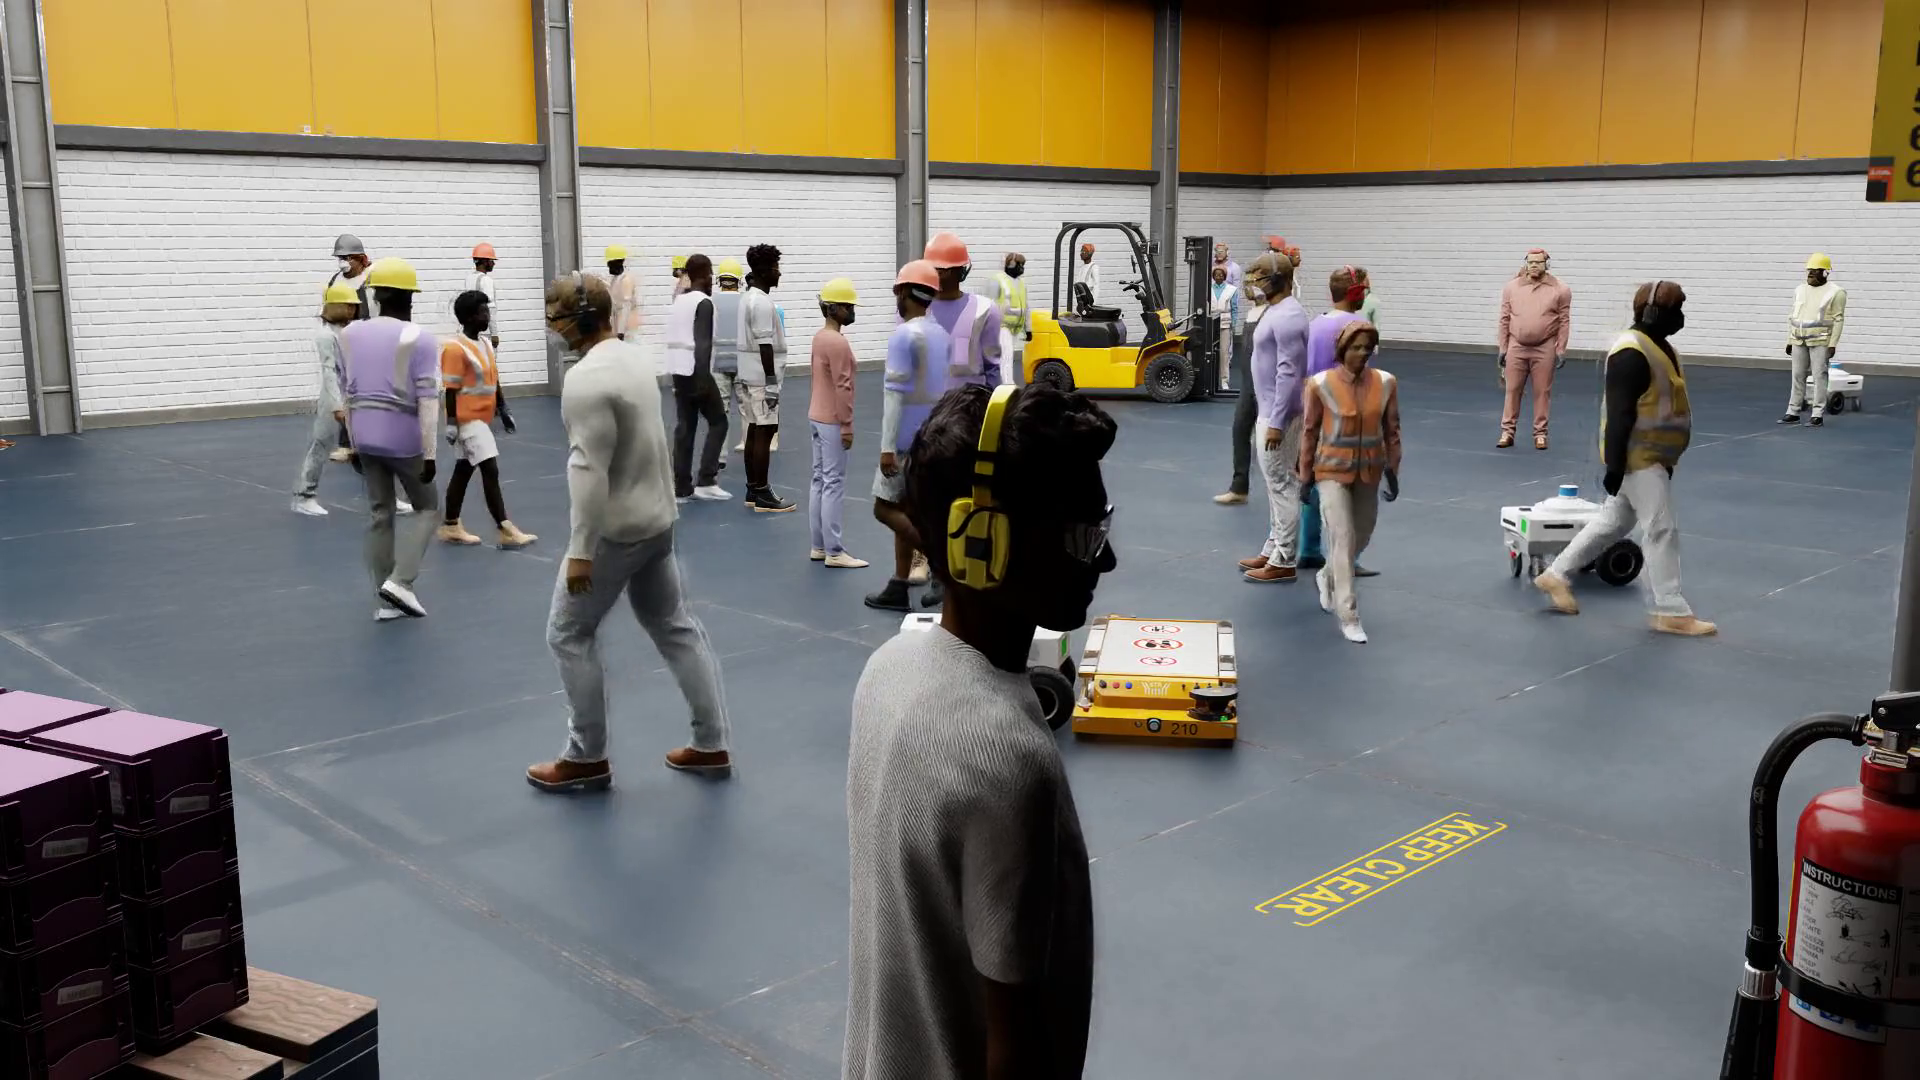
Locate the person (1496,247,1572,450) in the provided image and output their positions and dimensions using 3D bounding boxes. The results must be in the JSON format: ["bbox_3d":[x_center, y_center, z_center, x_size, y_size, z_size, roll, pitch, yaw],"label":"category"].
[{"bbox_3d":[5.426,-1.810,15.779,0.643,1.910,0.400,5,12,26],"label":"person"}]

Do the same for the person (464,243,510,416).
[{"bbox_3d":[-5.332,-2.363,18.715,0.373,1.933,0.551,-9,14,-42],"label":"person"}]

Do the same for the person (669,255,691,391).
[{"bbox_3d":[-3.555,-2.762,21.383,0.349,1.770,0.535,-5,12,-27],"label":"person"}]

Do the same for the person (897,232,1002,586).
[{"bbox_3d":[-0.070,-0.734,9.554,0.615,2.037,0.390,1,10,4],"label":"person"}]

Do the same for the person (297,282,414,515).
[{"bbox_3d":[-4.434,-1.000,11.956,0.918,1.691,0.500,3,11,15],"label":"person"}]

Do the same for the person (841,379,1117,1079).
[{"bbox_3d":[0.027,0.744,1.973,0.335,1.865,0.519,-3,11,-18],"label":"person"}]

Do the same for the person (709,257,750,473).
[{"bbox_3d":[-1.951,-1.486,14.216,0.594,1.832,0.403,-1,10,-5],"label":"person"}]

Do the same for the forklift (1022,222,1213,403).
[{"bbox_3d":[1.935,-2.847,20.651,2.313,2.155,1.214,2,11,13],"label":"forklift"}]

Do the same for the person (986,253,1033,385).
[{"bbox_3d":[0.644,-2.497,19.799,0.819,1.809,0.647,9,14,39],"label":"person"}]

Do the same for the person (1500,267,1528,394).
[{"bbox_3d":[7.188,-2.677,21.280,0.500,1.624,0.379,-2,11,-11],"label":"person"}]

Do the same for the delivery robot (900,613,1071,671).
[{"bbox_3d":[0.109,0.438,6.957,0.707,0.478,0.477,1,10,4],"label":"delivery robot"}]

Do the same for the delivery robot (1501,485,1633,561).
[{"bbox_3d":[3.564,-0.080,9.781,0.707,0.478,0.477,-1,10,-5],"label":"delivery robot"}]

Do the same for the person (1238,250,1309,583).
[{"bbox_3d":[1.850,-0.713,9.725,0.370,1.934,0.627,1,10,7],"label":"person"}]

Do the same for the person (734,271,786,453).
[{"bbox_3d":[-1.887,-1.658,15.525,0.534,1.697,0.318,3,11,17],"label":"person"}]

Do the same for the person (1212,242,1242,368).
[{"bbox_3d":[3.931,-3.551,25.261,0.651,1.912,0.409,7,13,35],"label":"person"}]

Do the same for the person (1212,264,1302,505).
[{"bbox_3d":[2.318,-1.156,12.457,0.757,1.821,0.520,-3,11,-18],"label":"person"}]

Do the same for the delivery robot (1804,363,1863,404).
[{"bbox_3d":[9.989,-1.779,19.042,0.707,0.478,0.477,-6,12,-28],"label":"delivery robot"}]

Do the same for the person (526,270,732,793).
[{"bbox_3d":[-1.247,-0.017,6.025,0.804,1.889,0.712,1,10,7],"label":"person"}]

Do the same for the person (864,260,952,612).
[{"bbox_3d":[-0.232,-0.539,8.892,0.588,1.895,0.605,4,11,23],"label":"person"}]

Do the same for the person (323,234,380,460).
[{"bbox_3d":[-5.414,-1.714,14.891,0.685,2.000,0.535,2,11,13],"label":"person"}]

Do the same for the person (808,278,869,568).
[{"bbox_3d":[-0.760,-0.714,10.194,0.329,1.765,0.526,-4,11,-20],"label":"person"}]

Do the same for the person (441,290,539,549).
[{"bbox_3d":[-3.043,-0.768,10.732,0.785,1.661,0.545,1,10,4],"label":"person"}]

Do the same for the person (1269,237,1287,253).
[{"bbox_3d":[5.282,-4.138,28.295,0.792,1.986,0.654,-3,11,-14],"label":"person"}]

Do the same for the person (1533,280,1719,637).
[{"bbox_3d":[3.472,-0.441,8.613,0.929,1.811,0.629,7,13,35],"label":"person"}]

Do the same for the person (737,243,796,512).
[{"bbox_3d":[-1.445,-1.189,12.233,0.365,1.965,0.608,-4,11,-19],"label":"person"}]

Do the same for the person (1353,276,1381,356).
[{"bbox_3d":[4.553,-2.262,19.077,0.507,1.605,0.795,2,11,11],"label":"person"}]

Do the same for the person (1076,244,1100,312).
[{"bbox_3d":[2.027,-3.790,26.639,0.354,1.884,0.576,-5,11,-23],"label":"person"}]

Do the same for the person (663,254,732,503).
[{"bbox_3d":[-2.030,-1.222,12.669,0.513,1.874,0.616,-8,13,-39],"label":"person"}]

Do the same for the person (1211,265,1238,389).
[{"bbox_3d":[3.382,-2.790,21.860,0.511,1.637,0.307,2,11,12],"label":"person"}]

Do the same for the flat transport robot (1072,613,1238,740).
[{"bbox_3d":[0.873,0.567,7.283,0.652,0.197,1.431,2,10,8],"label":"flat transport robot"}]

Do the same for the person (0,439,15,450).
[{"bbox_3d":[-9.252,-1.790,15.773,0.313,1.869,0.539,-3,11,-16],"label":"person"}]

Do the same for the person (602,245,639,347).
[{"bbox_3d":[-4.137,-2.553,19.839,0.792,1.896,0.614,-6,12,-29],"label":"person"}]

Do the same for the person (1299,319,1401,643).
[{"bbox_3d":[1.978,-0.335,8.557,0.525,1.605,0.778,-2,11,-12],"label":"person"}]

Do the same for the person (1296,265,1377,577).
[{"bbox_3d":[2.244,-0.702,9.905,0.376,1.847,0.580,-3,11,-18],"label":"person"}]

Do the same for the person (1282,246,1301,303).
[{"bbox_3d":[4.238,-2.846,21.495,0.354,1.883,0.573,3,11,14],"label":"person"}]

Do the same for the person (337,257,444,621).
[{"bbox_3d":[-2.960,-0.512,8.702,0.602,1.913,0.438,3,11,15],"label":"person"}]

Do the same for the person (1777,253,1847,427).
[{"bbox_3d":[9.042,-2.119,17.661,0.403,1.835,0.588,-6,12,-29],"label":"person"}]
